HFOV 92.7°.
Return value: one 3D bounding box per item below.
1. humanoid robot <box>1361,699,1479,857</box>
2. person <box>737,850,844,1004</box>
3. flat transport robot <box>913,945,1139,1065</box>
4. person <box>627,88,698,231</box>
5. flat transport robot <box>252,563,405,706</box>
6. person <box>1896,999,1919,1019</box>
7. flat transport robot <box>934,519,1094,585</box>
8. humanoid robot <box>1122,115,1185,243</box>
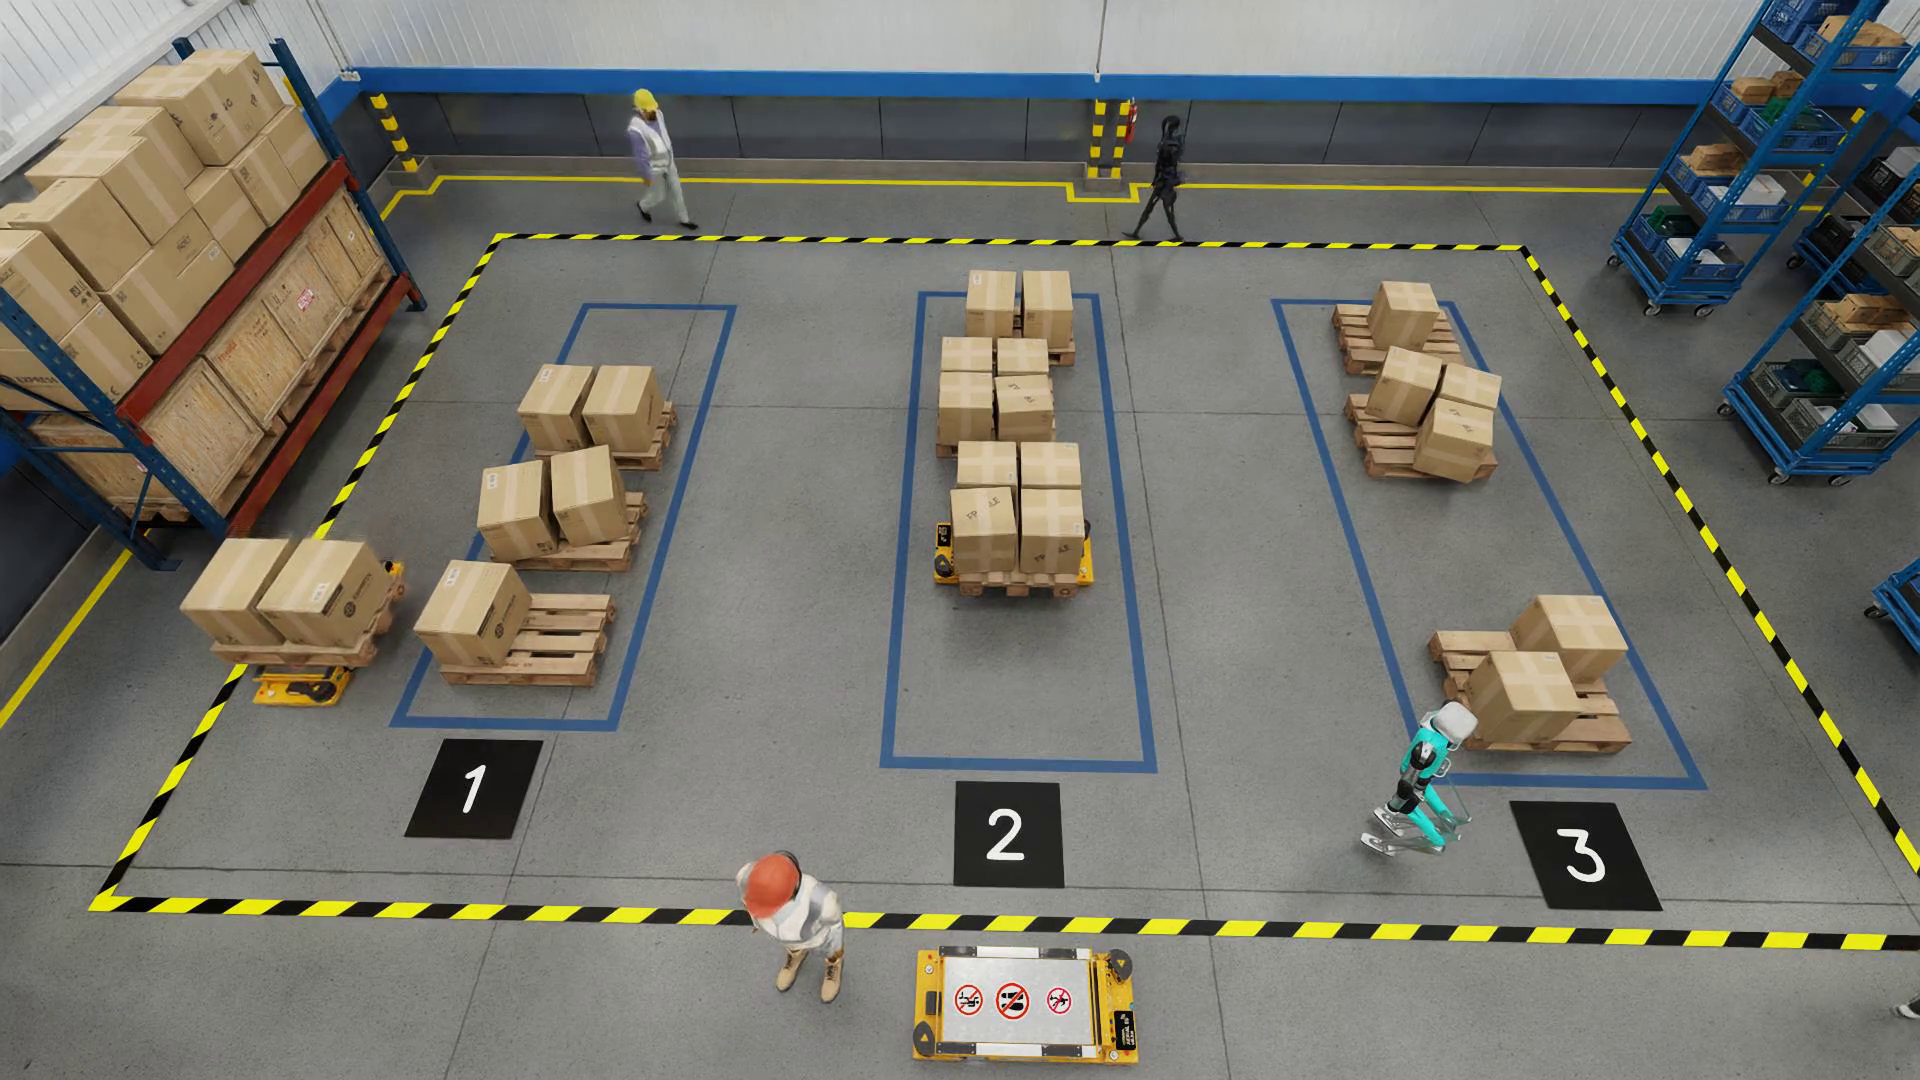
[{"bbox_3d":[3.168,1.700,6.065,0.735,1.677,0.533,35,59,25],"label":"humanoid robot"},{"bbox_3d":[-0.975,2.318,5.452,0.604,2.045,0.383,14,52,11],"label":"person"},{"bbox_3d":[0.422,3.041,6.007,1.431,0.231,0.659,1,51,1],"label":"flat transport robot"},{"bbox_3d":[-3.785,-4.677,11.308,0.706,1.805,0.599,20,54,16],"label":"person"},{"bbox_3d":[-5.411,0.746,7.859,0.652,0.197,1.431,1,51,1],"label":"flat transport robot"},{"bbox_3d":[6.653,2.596,5.378,0.958,1.798,0.603,0,51,0],"label":"person"},{"bbox_3d":[0.490,0.087,8.397,1.431,0.197,0.652,1,51,1],"label":"flat transport robot"},{"bbox_3d":[2.479,-4.335,11.145,0.789,1.623,0.609,-7,51,-5],"label":"humanoid robot"}]
